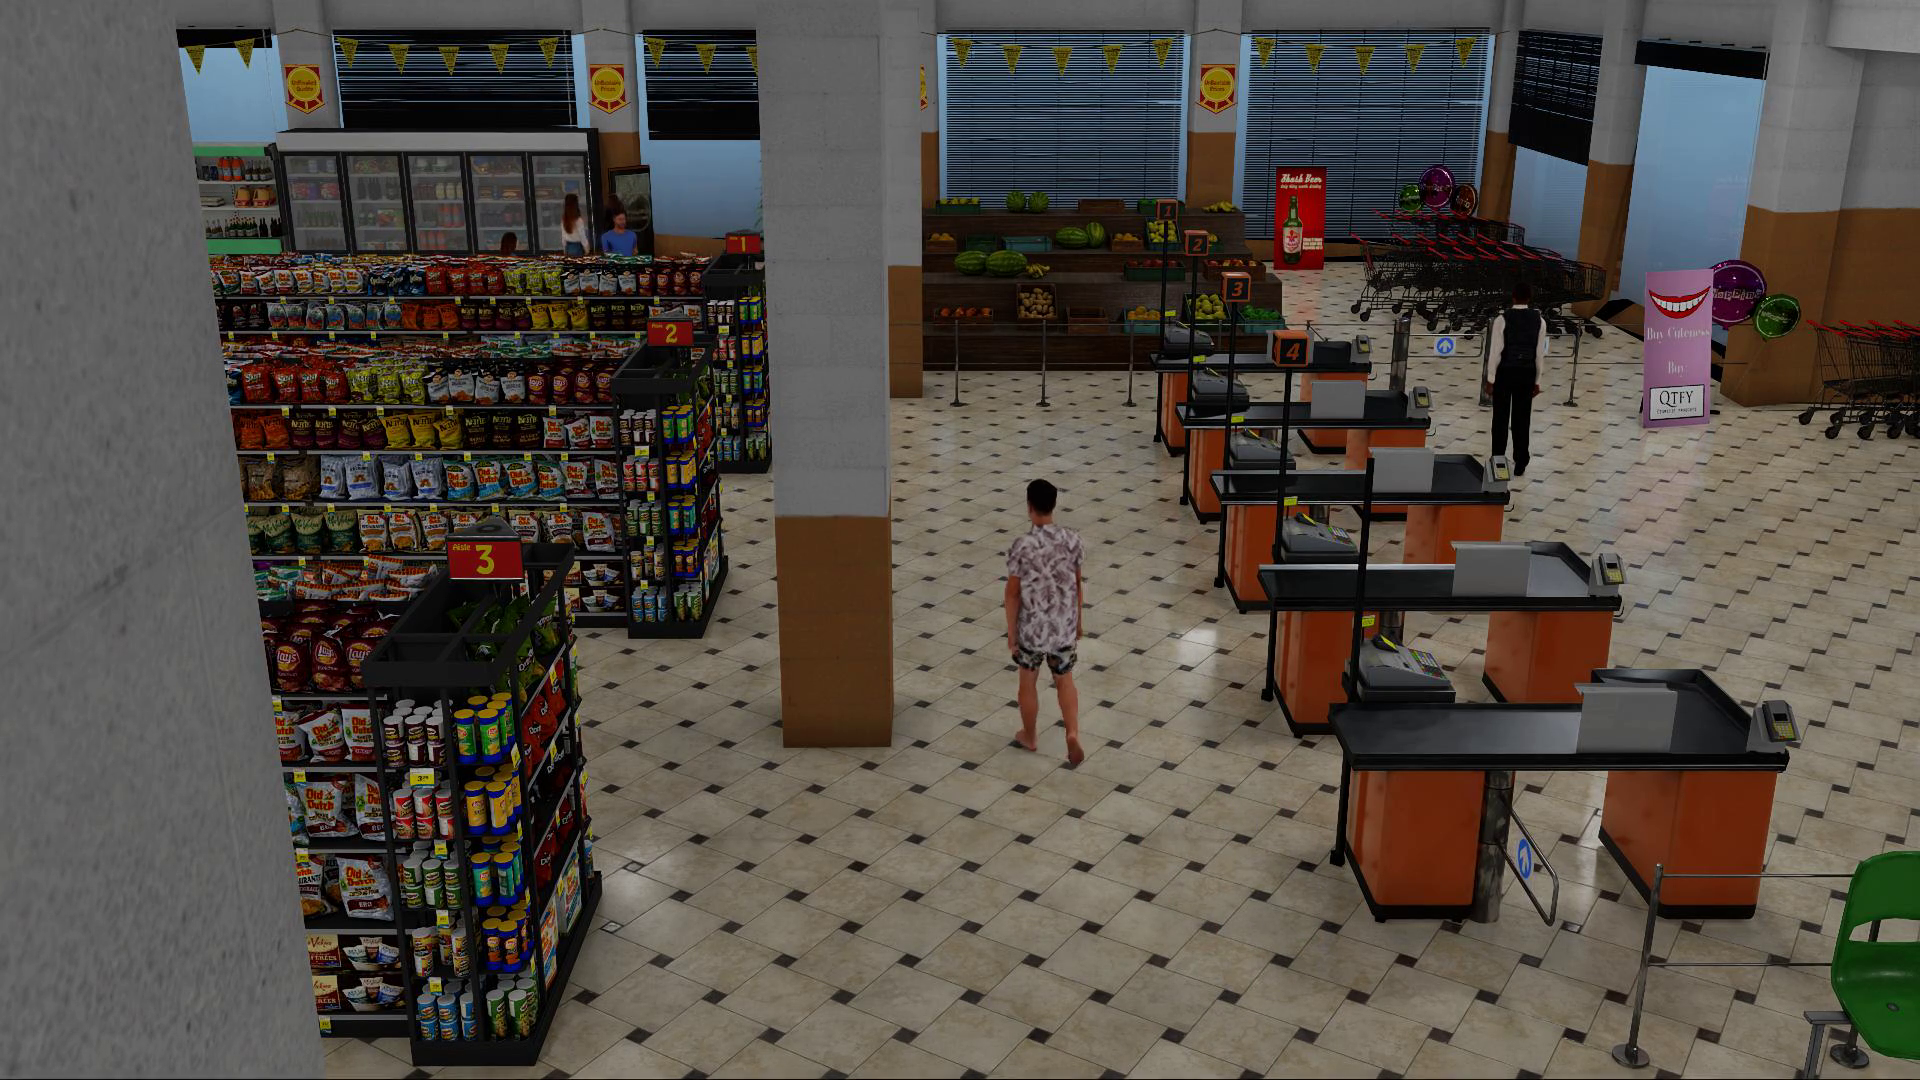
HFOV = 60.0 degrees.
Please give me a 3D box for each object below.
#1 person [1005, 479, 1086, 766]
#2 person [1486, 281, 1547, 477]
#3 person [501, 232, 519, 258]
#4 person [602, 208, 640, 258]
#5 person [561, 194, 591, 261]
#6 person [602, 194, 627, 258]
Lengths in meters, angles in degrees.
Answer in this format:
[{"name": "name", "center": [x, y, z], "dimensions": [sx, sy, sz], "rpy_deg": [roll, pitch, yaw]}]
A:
[{"name": "person", "center": [0.558, 0.537, 10.243], "dimensions": [0.944, 1.795, 0.867], "rpy_deg": [-5, 19, -13]}, {"name": "person", "center": [5.453, -1.589, 16.354], "dimensions": [0.545, 1.918, 0.771], "rpy_deg": [2, 19, 6]}, {"name": "person", "center": [-6.030, -3.408, 22.443], "dimensions": [0.627, 1.475, 0.633], "rpy_deg": [-9, 21, -24]}, {"name": "person", "center": [-4.536, -3.498, 22.144], "dimensions": [0.946, 1.838, 0.971], "rpy_deg": [-14, 23, -36]}, {"name": "person", "center": [-5.697, -4.180, 24.393], "dimensions": [1.126, 1.693, 1.093], "rpy_deg": [14, 23, 35]}, {"name": "person", "center": [-4.824, -4.018, 23.721], "dimensions": [0.953, 1.814, 0.878], "rpy_deg": [-8, 20, -23]}]
